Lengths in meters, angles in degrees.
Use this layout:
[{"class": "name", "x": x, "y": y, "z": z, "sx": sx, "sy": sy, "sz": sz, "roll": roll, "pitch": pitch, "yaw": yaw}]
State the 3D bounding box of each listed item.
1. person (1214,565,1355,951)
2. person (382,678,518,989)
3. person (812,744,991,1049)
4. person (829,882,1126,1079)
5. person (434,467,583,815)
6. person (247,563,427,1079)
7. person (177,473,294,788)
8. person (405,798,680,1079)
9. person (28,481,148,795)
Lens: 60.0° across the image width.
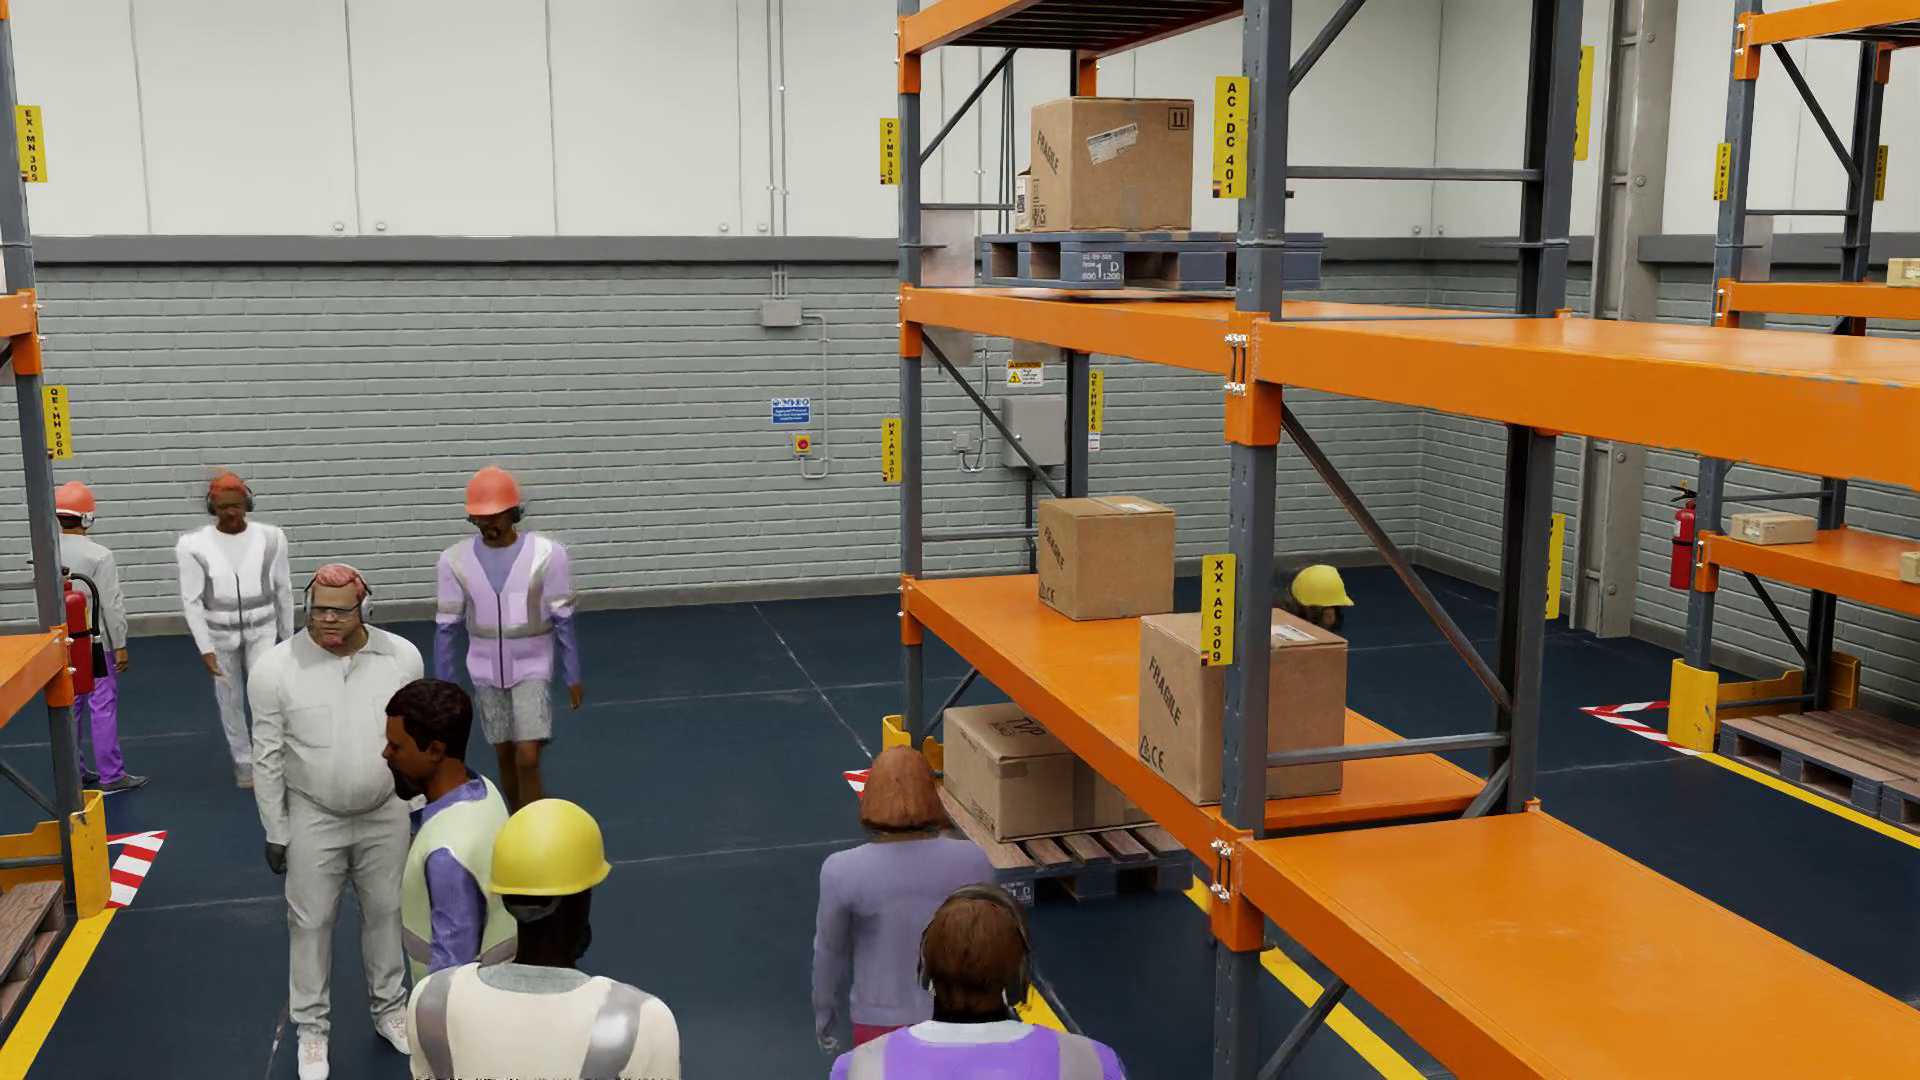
[{"class": "person", "x": 1.514, "y": 0.950, "z": 7.055, "sx": 0.895, "sy": 1.711, "sz": 0.543, "roll": 0, "pitch": 10, "yaw": 2}, {"class": "person", "x": -1.330, "y": 1.303, "z": 4.538, "sx": 0.390, "sy": 1.910, "sz": 0.585, "roll": -2, "pitch": 10, "yaw": -13}, {"class": "person", "x": -0.178, "y": 1.373, "z": 4.961, "sx": 0.530, "sy": 1.598, "sz": 0.784, "roll": -2, "pitch": 10, "yaw": -11}, {"class": "person", "x": 0.027, "y": 1.580, "z": 3.253, "sx": 0.643, "sy": 1.812, "sz": 0.784, "roll": 1, "pitch": 10, "yaw": 6}, {"class": "person", "x": -2.163, "y": 0.667, "z": 7.842, "sx": 0.651, "sy": 2.007, "sz": 0.897, "roll": 0, "pitch": 10, "yaw": 0}, {"class": "person", "x": -2.250, "y": 1.022, "z": 6.142, "sx": 0.643, "sy": 1.905, "sz": 0.400, "roll": -7, "pitch": 12, "yaw": -35}, {"class": "person", "x": -3.913, "y": 0.542, "z": 9.074, "sx": 0.567, "sy": 1.822, "sz": 1.031, "roll": -5, "pitch": 11, "yaw": -27}, {"class": "person", "x": -0.840, "y": 1.479, "z": 3.489, "sx": 0.584, "sy": 1.922, "sz": 0.383, "roll": 2, "pitch": 10, "yaw": 9}, {"class": "person", "x": -4.863, "y": 0.546, "z": 9.269, "sx": 0.572, "sy": 1.753, "sz": 0.325, "roll": 3, "pitch": 10, "yaw": 17}]
